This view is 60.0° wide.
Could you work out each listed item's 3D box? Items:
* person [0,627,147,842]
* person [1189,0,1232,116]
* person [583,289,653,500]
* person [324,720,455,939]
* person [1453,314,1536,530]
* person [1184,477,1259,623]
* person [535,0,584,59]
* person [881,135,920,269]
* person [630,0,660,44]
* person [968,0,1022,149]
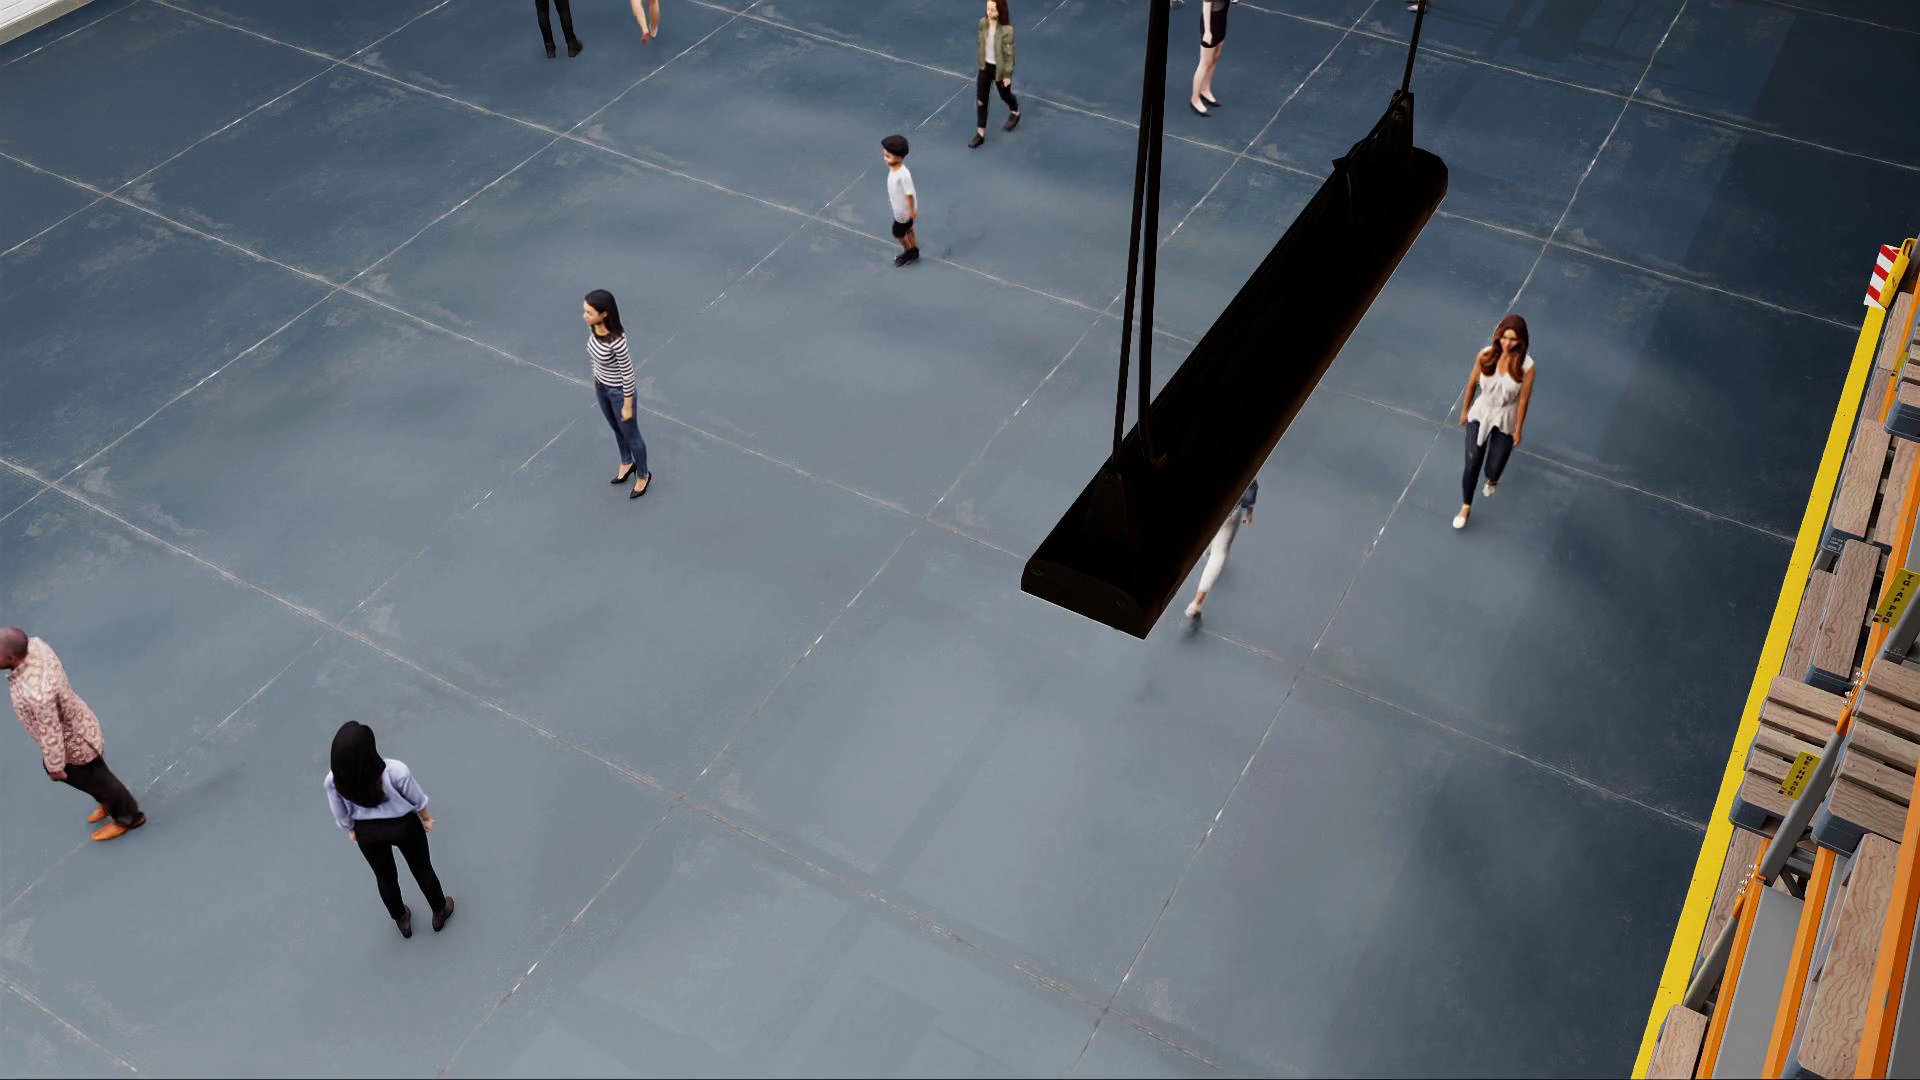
[{"bbox_3d":[-5.148,1.108,9.761,0.827,1.794,0.825,-21,48,-21],"label":"person"},{"bbox_3d":[2.451,-5.023,16.173,0.637,1.826,0.406,21,47,20],"label":"person"},{"bbox_3d":[-2.482,-1.061,12.035,0.581,1.797,0.630,-32,52,-29],"label":"person"},{"bbox_3d":[-3.188,1.618,9.262,0.733,1.743,0.777,-8,44,-8],"label":"person"},{"bbox_3d":[3.831,-0.879,11.859,0.632,1.777,0.793,24,49,23],"label":"person"},{"bbox_3d":[1.712,-0.173,11.193,0.635,1.674,1.084,20,47,20],"label":"person"},{"bbox_3d":[-4.225,-5.793,17.014,0.727,1.781,0.753,1,44,1],"label":"person"},{"bbox_3d":[-0.435,-2.945,14.414,0.644,1.243,0.596,-17,46,-17],"label":"person"},{"bbox_3d":[-3.304,-5.903,17.264,0.843,1.596,0.903,-10,45,-10],"label":"person"},{"bbox_3d":[0.386,-4.520,15.921,0.653,1.445,0.992,27,50,25],"label":"person"}]
